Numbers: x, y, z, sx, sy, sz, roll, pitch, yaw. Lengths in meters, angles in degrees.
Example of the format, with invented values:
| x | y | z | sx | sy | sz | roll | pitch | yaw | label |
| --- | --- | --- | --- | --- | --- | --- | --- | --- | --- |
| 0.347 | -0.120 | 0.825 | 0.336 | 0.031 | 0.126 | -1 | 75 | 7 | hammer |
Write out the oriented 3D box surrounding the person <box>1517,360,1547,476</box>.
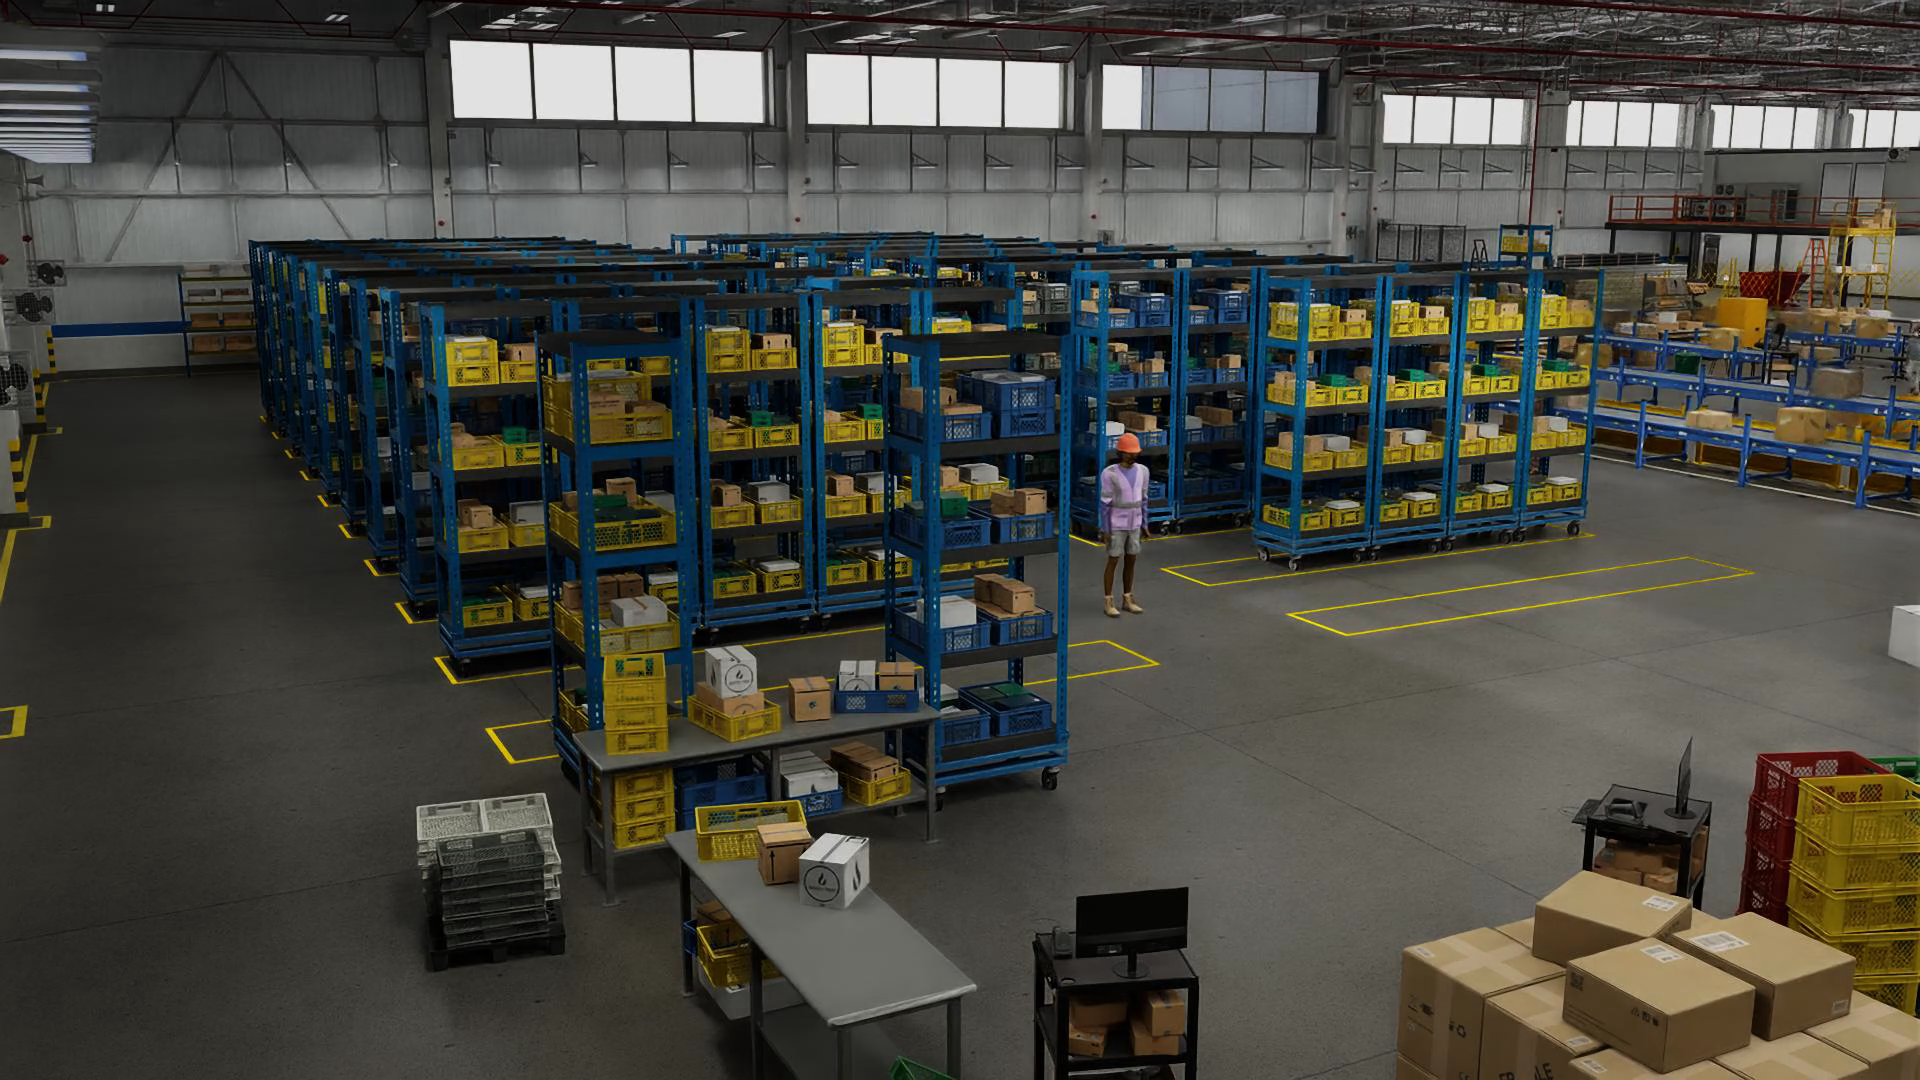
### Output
| x | y | z | sx | sy | sz | roll | pitch | yaw | label |
| --- | --- | --- | --- | --- | --- | --- | --- | --- | --- |
| 9.375 | -1.994 | 27.148 | 0.406 | 1.902 | 0.636 | 0 | 12 | -2 | person |

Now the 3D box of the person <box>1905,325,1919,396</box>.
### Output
| x | y | z | sx | sy | sz | roll | pitch | yaw | label |
| --- | --- | --- | --- | --- | --- | --- | --- | --- | --- |
| 21.428 | -4.004 | 37.223 | 0.414 | 1.614 | 0.509 | -8 | 15 | -35 | person |

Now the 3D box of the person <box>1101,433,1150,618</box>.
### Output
| x | y | z | sx | sy | sz | roll | pitch | yaw | label |
| --- | --- | --- | --- | --- | --- | --- | --- | --- | --- |
| 1.830 | -0.169 | 18.269 | 0.609 | 2.044 | 0.395 | -6 | 14 | -27 | person |

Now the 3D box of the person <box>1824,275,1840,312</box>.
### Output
| x | y | z | sx | sy | sz | roll | pitch | yaw | label |
| --- | --- | --- | --- | --- | --- | --- | --- | --- | --- |
| 32.291 | -9.242 | 61.537 | 0.502 | 1.695 | 0.925 | -8 | 14 | -32 | person |
